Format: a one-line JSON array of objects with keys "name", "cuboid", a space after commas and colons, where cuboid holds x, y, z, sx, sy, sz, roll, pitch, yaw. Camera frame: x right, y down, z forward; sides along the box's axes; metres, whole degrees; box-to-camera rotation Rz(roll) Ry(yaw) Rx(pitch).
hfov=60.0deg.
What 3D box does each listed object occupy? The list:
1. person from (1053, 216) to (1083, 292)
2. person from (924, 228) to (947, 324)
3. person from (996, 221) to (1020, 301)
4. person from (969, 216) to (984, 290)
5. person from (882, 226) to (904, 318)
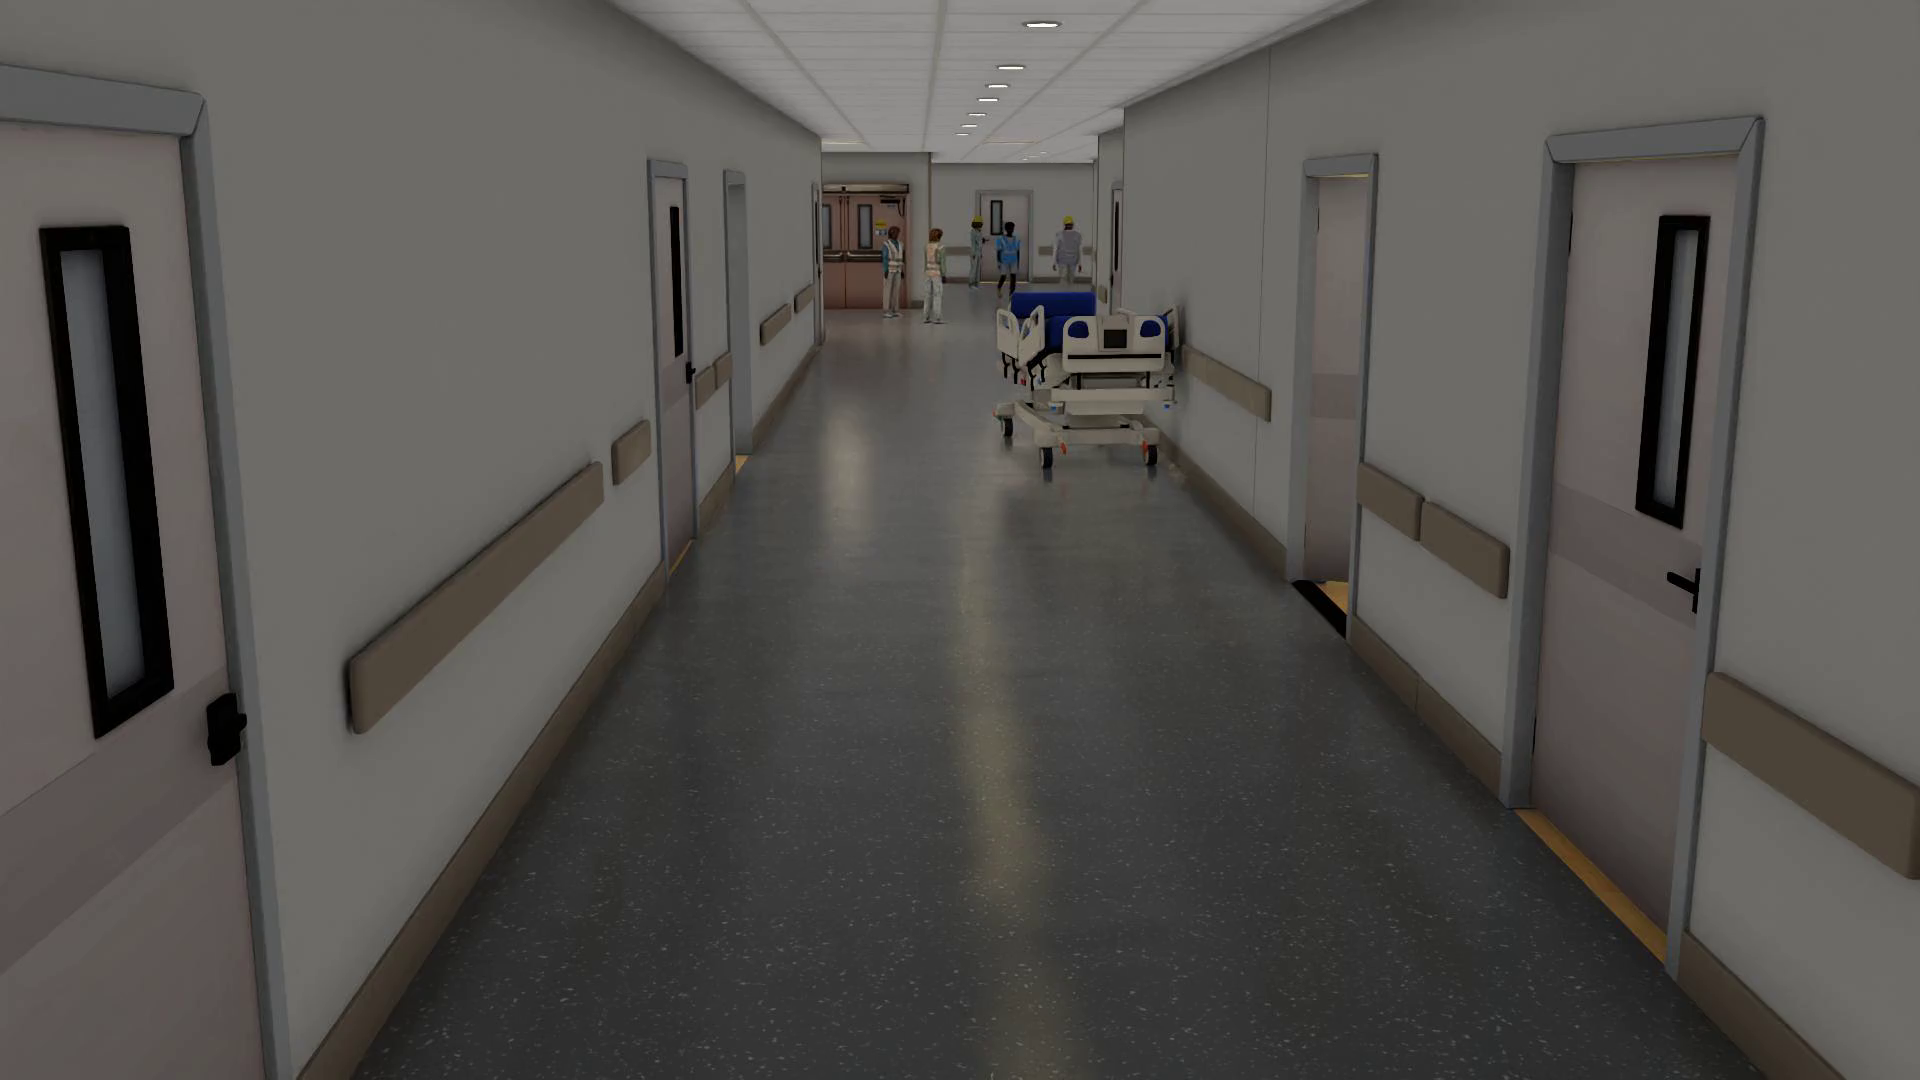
[{"name": "person", "cuboid": [2.163, -5.534, 33.087, 0.600, 1.798, 0.773, -2, 12, -12]}, {"name": "person", "cuboid": [-0.434, -4.530, 28.580, 0.318, 1.630, 0.514, -11, 16, -43]}, {"name": "person", "cuboid": [0.985, -5.827, 34.805, 0.542, 1.676, 0.620, -3, 12, -16]}, {"name": "person", "cuboid": [0.401, -6.795, 39.360, 0.335, 1.734, 0.480, 4, 12, 21]}, {"name": "person", "cuboid": [-1.207, -4.846, 30.088, 0.314, 1.641, 0.515, 10, 15, 40]}]
